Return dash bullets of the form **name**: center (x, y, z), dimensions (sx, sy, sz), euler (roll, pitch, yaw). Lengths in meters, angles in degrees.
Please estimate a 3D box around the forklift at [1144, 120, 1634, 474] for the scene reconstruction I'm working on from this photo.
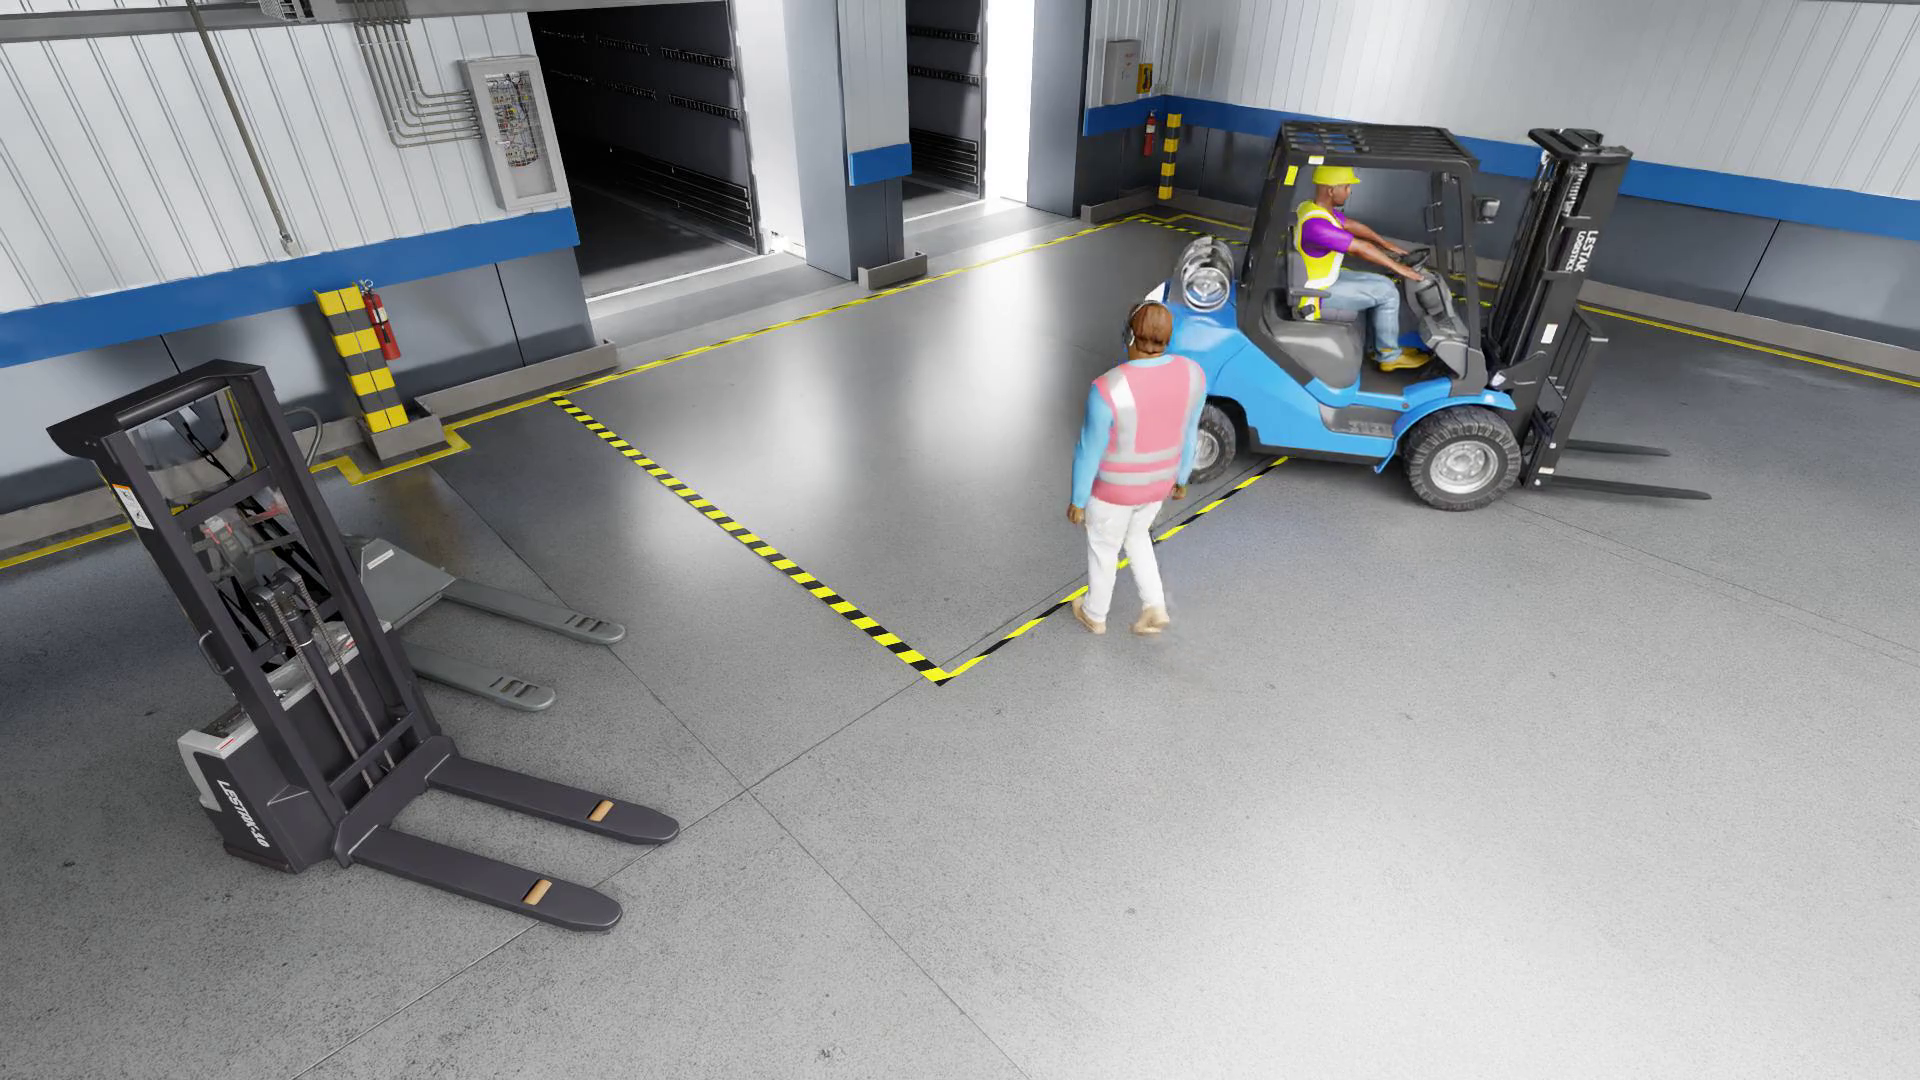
- **forklift**: center (2.568, -1.599, 6.010), dimensions (2.680, 2.036, 1.157), euler (8, 35, 11)

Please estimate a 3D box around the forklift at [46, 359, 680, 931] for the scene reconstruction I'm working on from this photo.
- **forklift**: center (-2.135, 0.422, 3.354), dimensions (1.885, 1.965, 0.823), euler (10, 35, 14)

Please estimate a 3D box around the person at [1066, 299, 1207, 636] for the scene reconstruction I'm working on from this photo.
- **person**: center (0.864, -0.242, 4.488), dimensions (0.664, 1.823, 0.619), euler (-15, 37, -21)

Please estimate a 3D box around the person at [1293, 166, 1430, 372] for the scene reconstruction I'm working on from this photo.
- **person**: center (2.624, -1.742, 5.887), dimensions (1.004, 1.294, 0.635), euler (8, 35, 11)

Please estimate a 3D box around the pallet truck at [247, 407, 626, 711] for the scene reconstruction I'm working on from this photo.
- **pallet truck**: center (-2.628, 0.038, 4.590), dimensions (1.601, 1.201, 0.680), euler (12, 36, 18)
